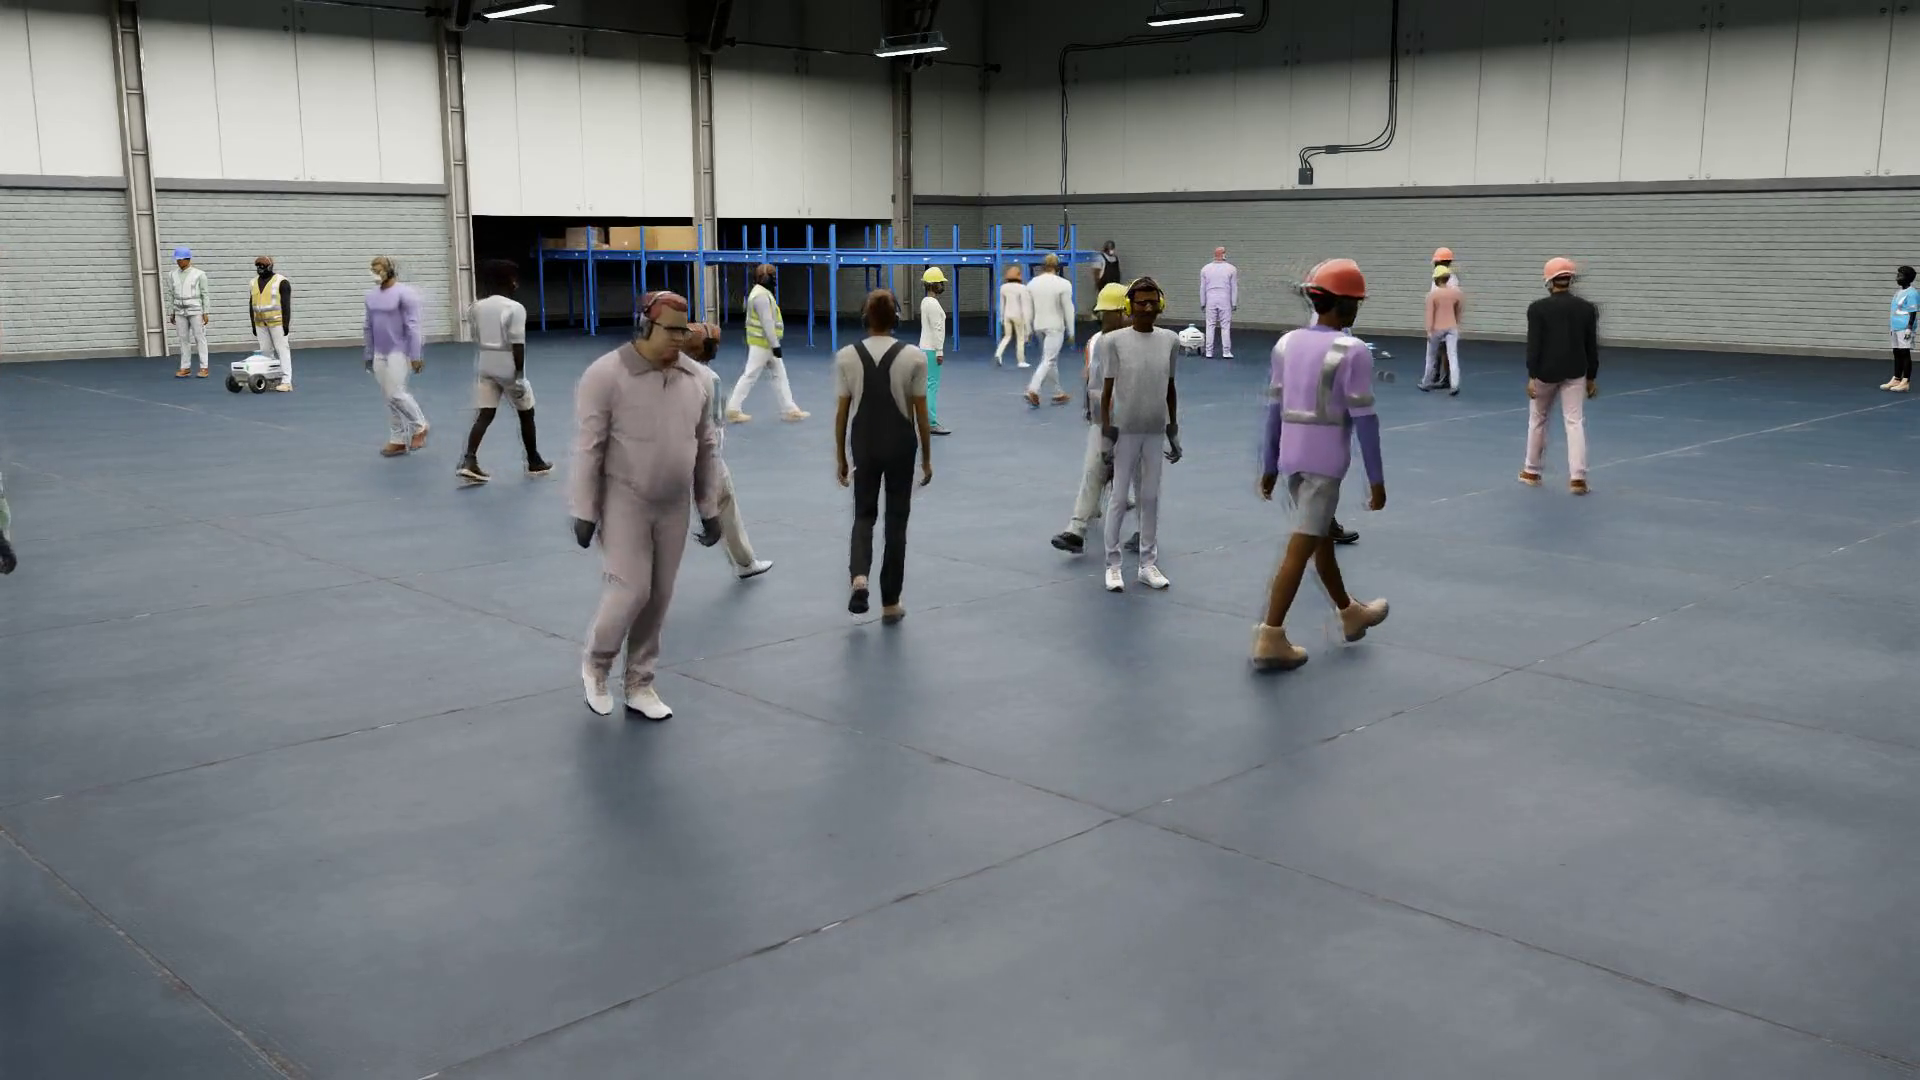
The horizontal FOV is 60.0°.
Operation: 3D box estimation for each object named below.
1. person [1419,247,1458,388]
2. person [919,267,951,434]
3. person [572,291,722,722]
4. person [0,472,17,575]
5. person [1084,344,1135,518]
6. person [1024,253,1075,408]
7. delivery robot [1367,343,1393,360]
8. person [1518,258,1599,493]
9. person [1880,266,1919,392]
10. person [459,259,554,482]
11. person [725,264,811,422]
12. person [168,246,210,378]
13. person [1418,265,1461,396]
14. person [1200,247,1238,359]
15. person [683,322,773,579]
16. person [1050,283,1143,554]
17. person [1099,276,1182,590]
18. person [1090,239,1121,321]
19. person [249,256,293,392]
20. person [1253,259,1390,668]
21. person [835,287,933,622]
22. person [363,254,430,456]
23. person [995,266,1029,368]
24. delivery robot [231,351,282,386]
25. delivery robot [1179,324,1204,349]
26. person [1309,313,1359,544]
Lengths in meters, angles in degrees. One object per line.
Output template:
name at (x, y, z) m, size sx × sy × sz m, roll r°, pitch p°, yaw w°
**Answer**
person at (6.698, -3.098, 23.197) m, size 0.350 × 1.941 × 0.545 m, roll -3°, pitch 11°, yaw -14°
person at (-0.279, -2.028, 17.830) m, size 0.309 × 1.772 × 0.525 m, roll -3°, pitch 11°, yaw -15°
person at (-1.355, -0.144, 7.296) m, size 0.683 × 1.876 × 0.412 m, roll -10°, pitch 14°, yaw -44°
person at (-4.290, 0.040, 6.953) m, size 0.588 × 1.617 × 0.522 m, roll 7°, pitch 12°, yaw 32°
person at (1.141, -1.014, 12.562) m, size 0.530 × 1.667 × 0.772 m, roll 10°, pitch 14°, yaw 42°
person at (1.078, -2.600, 20.595) m, size 0.647 × 1.908 × 0.972 m, roll 8°, pitch 13°, yaw 39°
delivery robot at (5.946, -2.746, 24.209) m, size 0.698 × 0.223 × 0.335 m, roll -2°, pitch 11°, yaw -11°
person at (5.058, -1.386, 13.937) m, size 0.643 × 1.933 × 0.872 m, roll 0°, pitch 10°, yaw 0°
person at (12.827, -2.876, 22.646) m, size 0.317 × 1.695 × 0.540 m, roll 1°, pitch 10°, yaw 6°
person at (-3.983, -1.468, 14.394) m, size 0.597 × 1.920 × 1.012 m, roll 5°, pitch 12°, yaw 26°
person at (-2.247, -2.238, 18.932) m, size 0.972 × 1.799 × 0.630 m, roll -1°, pitch 10°, yaw -3°
person at (-11.517, -3.401, 24.834) m, size 0.614 × 1.942 × 0.406 m, roll 1°, pitch 10°, yaw 5°
person at (6.449, -2.804, 22.221) m, size 0.531 × 1.714 × 0.944 m, roll -1°, pitch 10°, yaw -8°
person at (4.475, -4.093, 28.721) m, size 0.644 × 1.904 × 0.399 m, roll 4°, pitch 11°, yaw 21°
person at (-1.593, -0.522, 10.099) m, size 0.882 × 1.593 × 0.527 m, roll -8°, pitch 13°, yaw -39°
person at (1.001, -0.786, 10.977) m, size 0.606 × 1.783 × 0.908 m, roll 10°, pitch 14°, yaw 42°
person at (1.086, -0.637, 9.972) m, size 0.526 × 1.869 × 0.315 m, roll -3°, pitch 11°, yaw -16°
person at (3.515, -6.161, 39.738) m, size 0.704 × 2.000 × 0.670 m, roll -7°, pitch 12°, yaw -32°
person at (-9.400, -2.943, 22.662) m, size 0.619 × 1.836 × 0.431 m, roll 3°, pitch 11°, yaw 14°
person at (1.854, -0.388, 8.280) m, size 1.058 × 1.981 × 0.634 m, roll -6°, pitch 12°, yaw -29°
person at (-0.417, -0.457, 9.093) m, size 0.519 × 1.830 × 0.446 m, roll 2°, pitch 11°, yaw 8°
person at (-5.473, -1.769, 15.988) m, size 0.626 × 1.927 × 0.427 m, roll 6°, pitch 12°, yaw 32°
person at (0.854, -3.560, 26.601) m, size 0.517 × 1.618 × 0.643 m, roll 8°, pitch 13°, yaw 36°
delivery robot at (-9.583, -2.342, 22.715) m, size 0.477 × 0.478 × 0.707 m, roll 4°, pitch 11°, yaw 23°
delivery robot at (4.108, -3.586, 29.495) m, size 0.477 × 0.478 × 0.707 m, roll -1°, pitch 10°, yaw -3°
person at (2.596, -0.966, 11.575) m, size 0.357 × 1.938 × 0.542 m, roll -1°, pitch 10°, yaw -5°
